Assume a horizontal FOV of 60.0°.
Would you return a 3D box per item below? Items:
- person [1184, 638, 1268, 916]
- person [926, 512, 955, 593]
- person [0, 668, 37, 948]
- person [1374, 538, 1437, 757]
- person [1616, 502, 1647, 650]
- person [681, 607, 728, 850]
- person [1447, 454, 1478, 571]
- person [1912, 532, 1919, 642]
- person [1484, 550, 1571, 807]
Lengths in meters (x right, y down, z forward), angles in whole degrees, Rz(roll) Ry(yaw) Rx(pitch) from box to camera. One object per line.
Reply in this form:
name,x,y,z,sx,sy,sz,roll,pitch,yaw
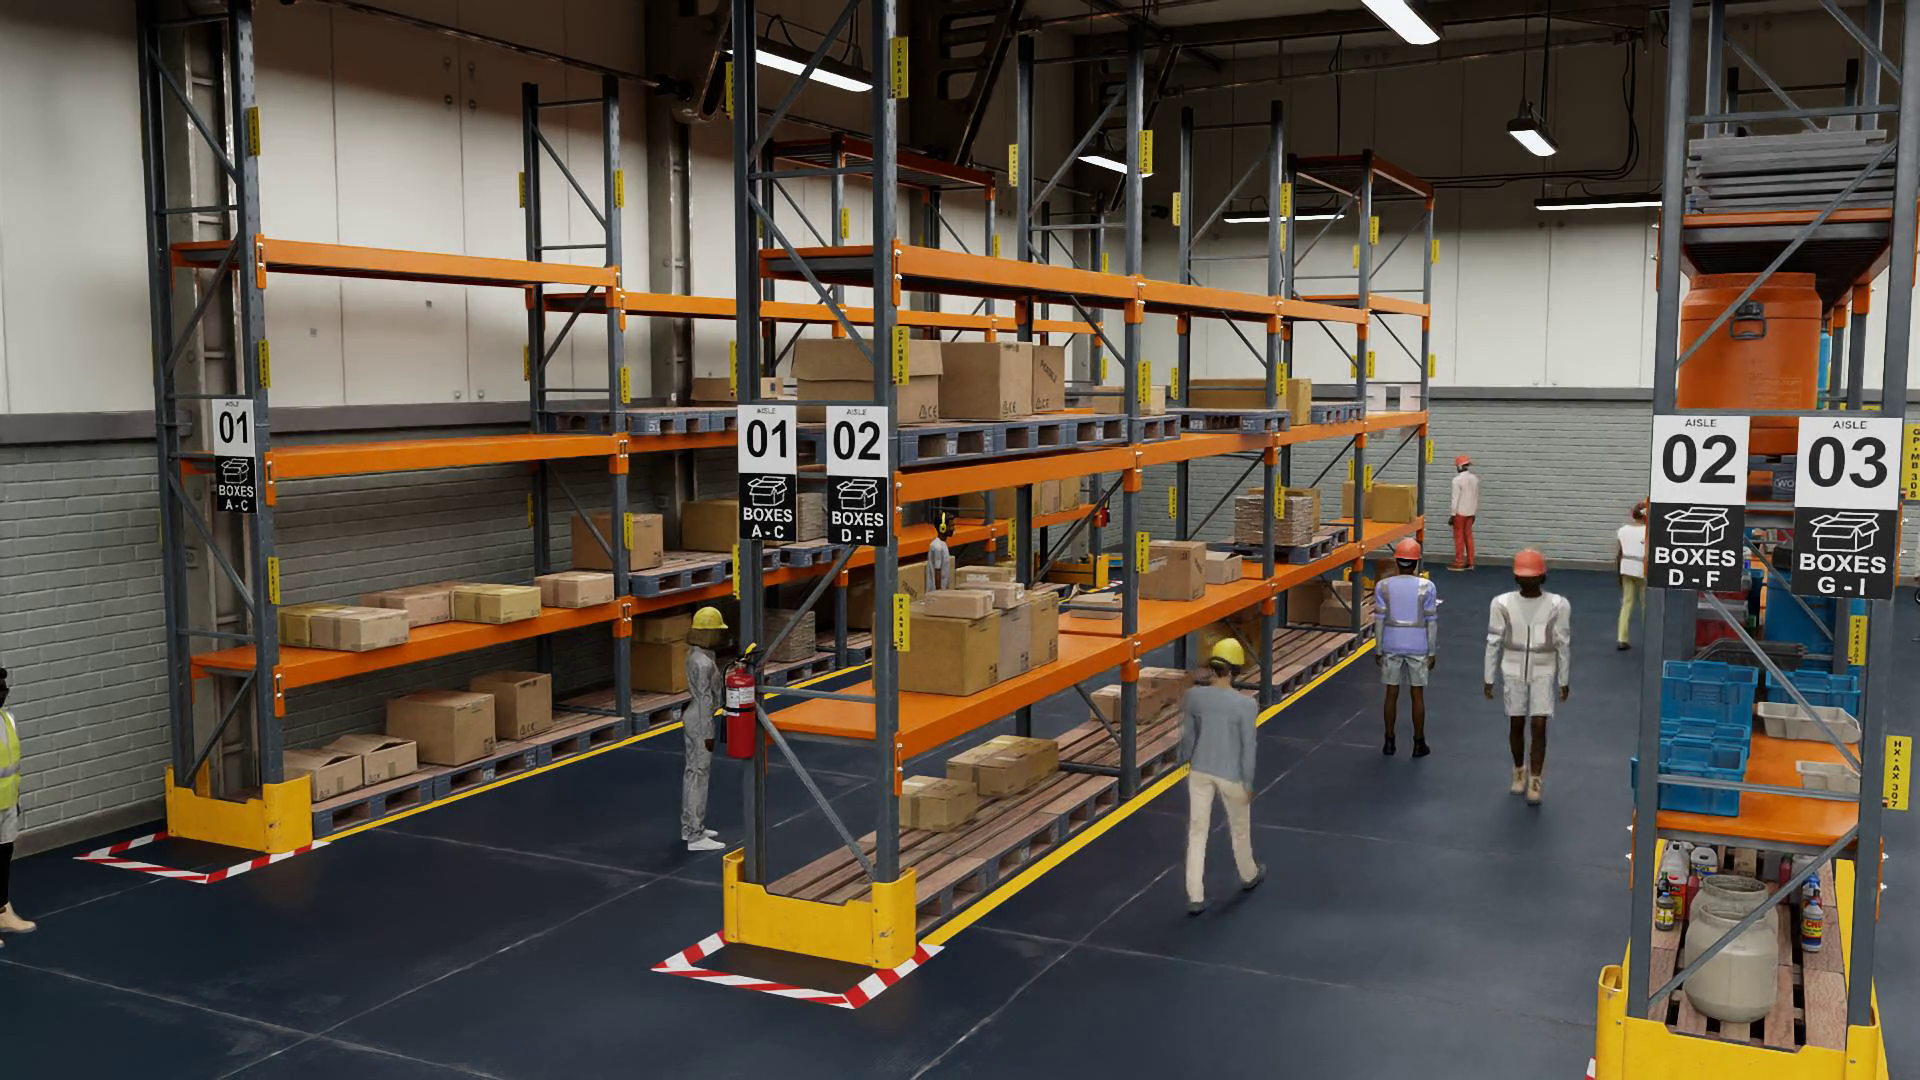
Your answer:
person,1.685,1.479,10.618,0.540,1.720,0.894,4,7,32
person,-0.216,0.618,18.375,0.327,1.861,0.506,0,6,0
person,-5.771,1.572,9.889,0.317,1.691,0.536,0,6,3
person,3.946,0.951,14.733,0.542,1.939,0.363,2,6,23
person,8.286,0.444,20.286,0.800,1.813,0.588,-5,8,-41
person,-1.825,1.341,11.941,0.343,1.734,0.484,-2,6,-17
person,8.527,-0.464,28.234,0.622,1.991,0.399,-4,7,-34
person,12.096,0.435,20.656,0.365,1.759,0.523,-2,6,-15
person,4.458,1.087,13.119,0.636,1.998,0.985,3,6,24
